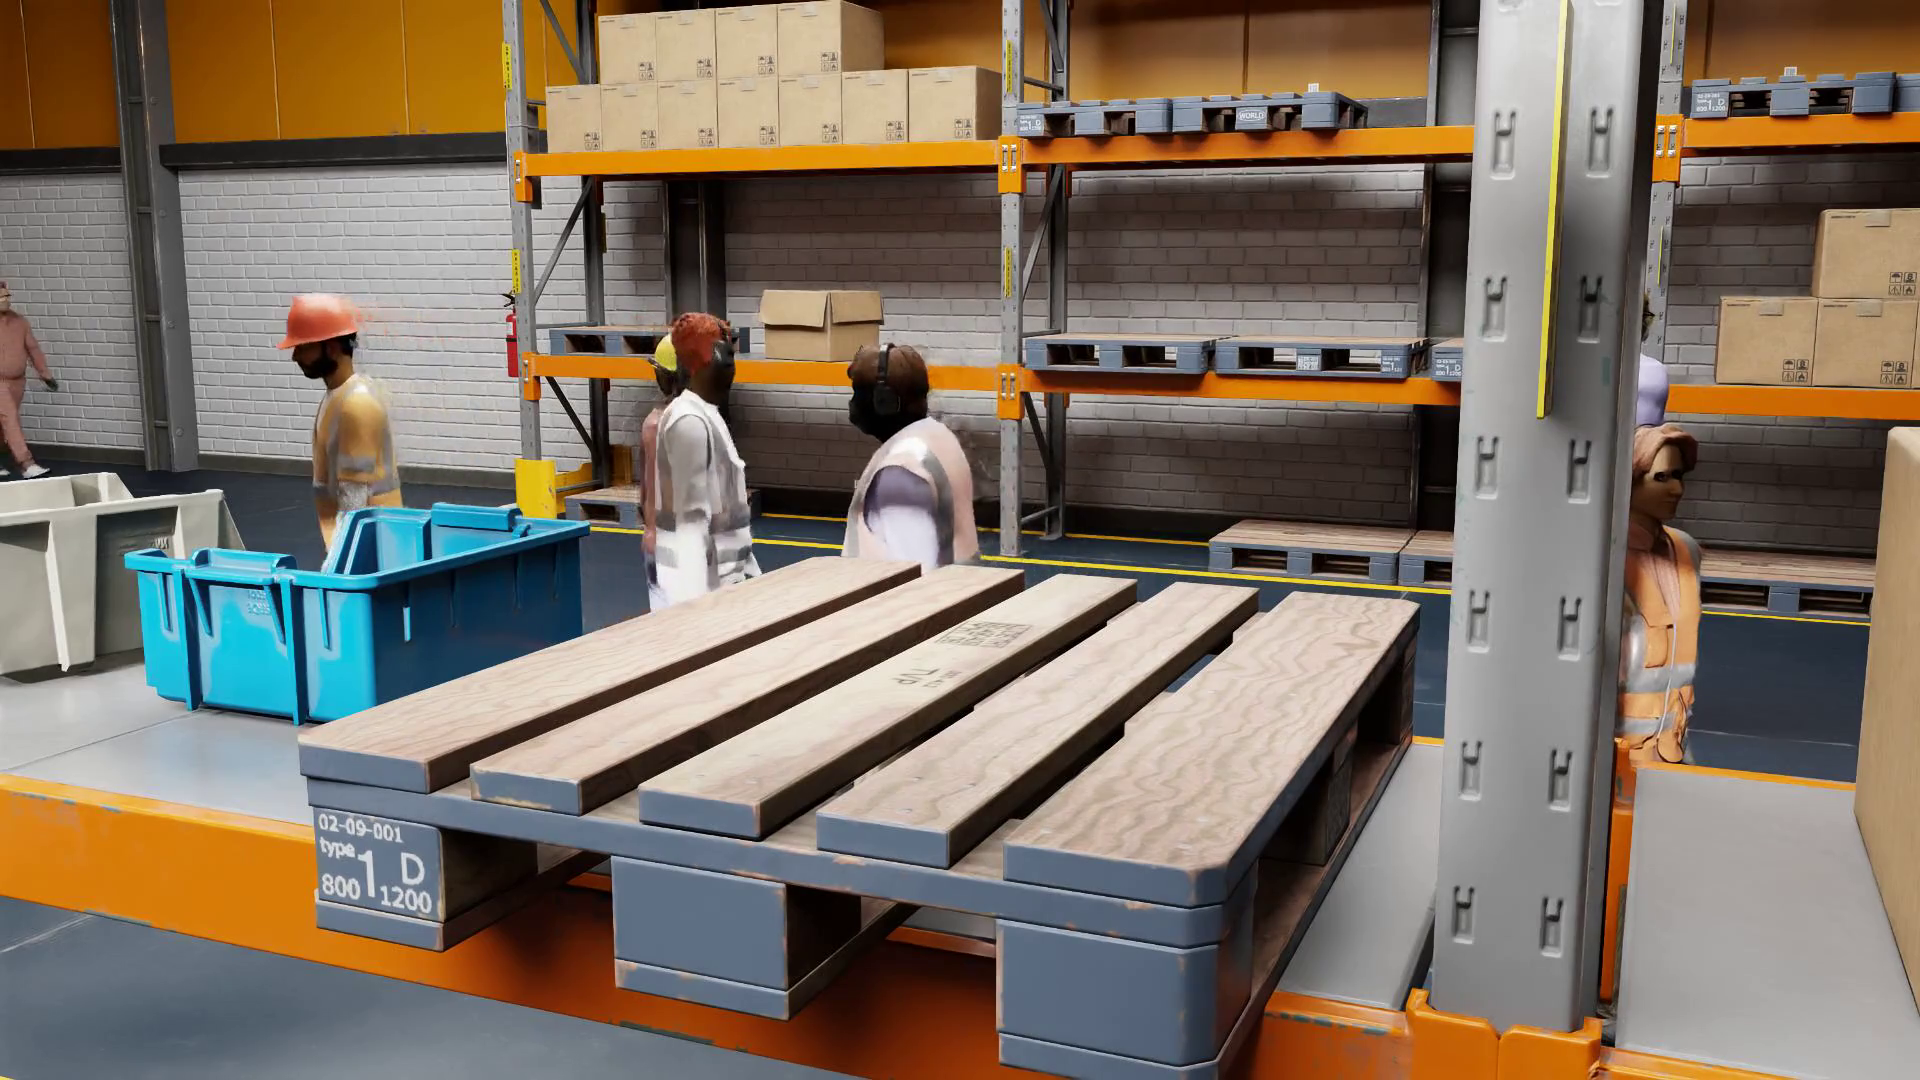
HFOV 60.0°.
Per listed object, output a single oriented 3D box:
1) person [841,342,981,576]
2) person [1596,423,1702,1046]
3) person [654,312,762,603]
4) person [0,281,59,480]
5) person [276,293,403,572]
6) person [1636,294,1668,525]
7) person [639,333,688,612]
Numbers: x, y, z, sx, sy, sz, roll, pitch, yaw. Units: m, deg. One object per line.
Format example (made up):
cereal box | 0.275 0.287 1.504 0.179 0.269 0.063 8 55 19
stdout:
person | -0.143 0.294 5.073 0.944 1.793 0.614 2 10 15
person | 1.626 0.527 4.111 0.512 1.642 0.312 -6 11 -31
person | -0.750 0.153 5.744 0.700 1.847 0.626 -1 9 -4
person | -8.932 -1.486 15.564 1.028 1.849 0.638 3 10 17
person | -2.332 0.001 6.465 0.520 1.913 0.549 -6 11 -31
person | 2.822 -0.149 7.273 0.377 1.940 0.628 -4 10 -23
person | -1.071 0.065 6.505 0.320 1.767 0.534 -6 11 -31
